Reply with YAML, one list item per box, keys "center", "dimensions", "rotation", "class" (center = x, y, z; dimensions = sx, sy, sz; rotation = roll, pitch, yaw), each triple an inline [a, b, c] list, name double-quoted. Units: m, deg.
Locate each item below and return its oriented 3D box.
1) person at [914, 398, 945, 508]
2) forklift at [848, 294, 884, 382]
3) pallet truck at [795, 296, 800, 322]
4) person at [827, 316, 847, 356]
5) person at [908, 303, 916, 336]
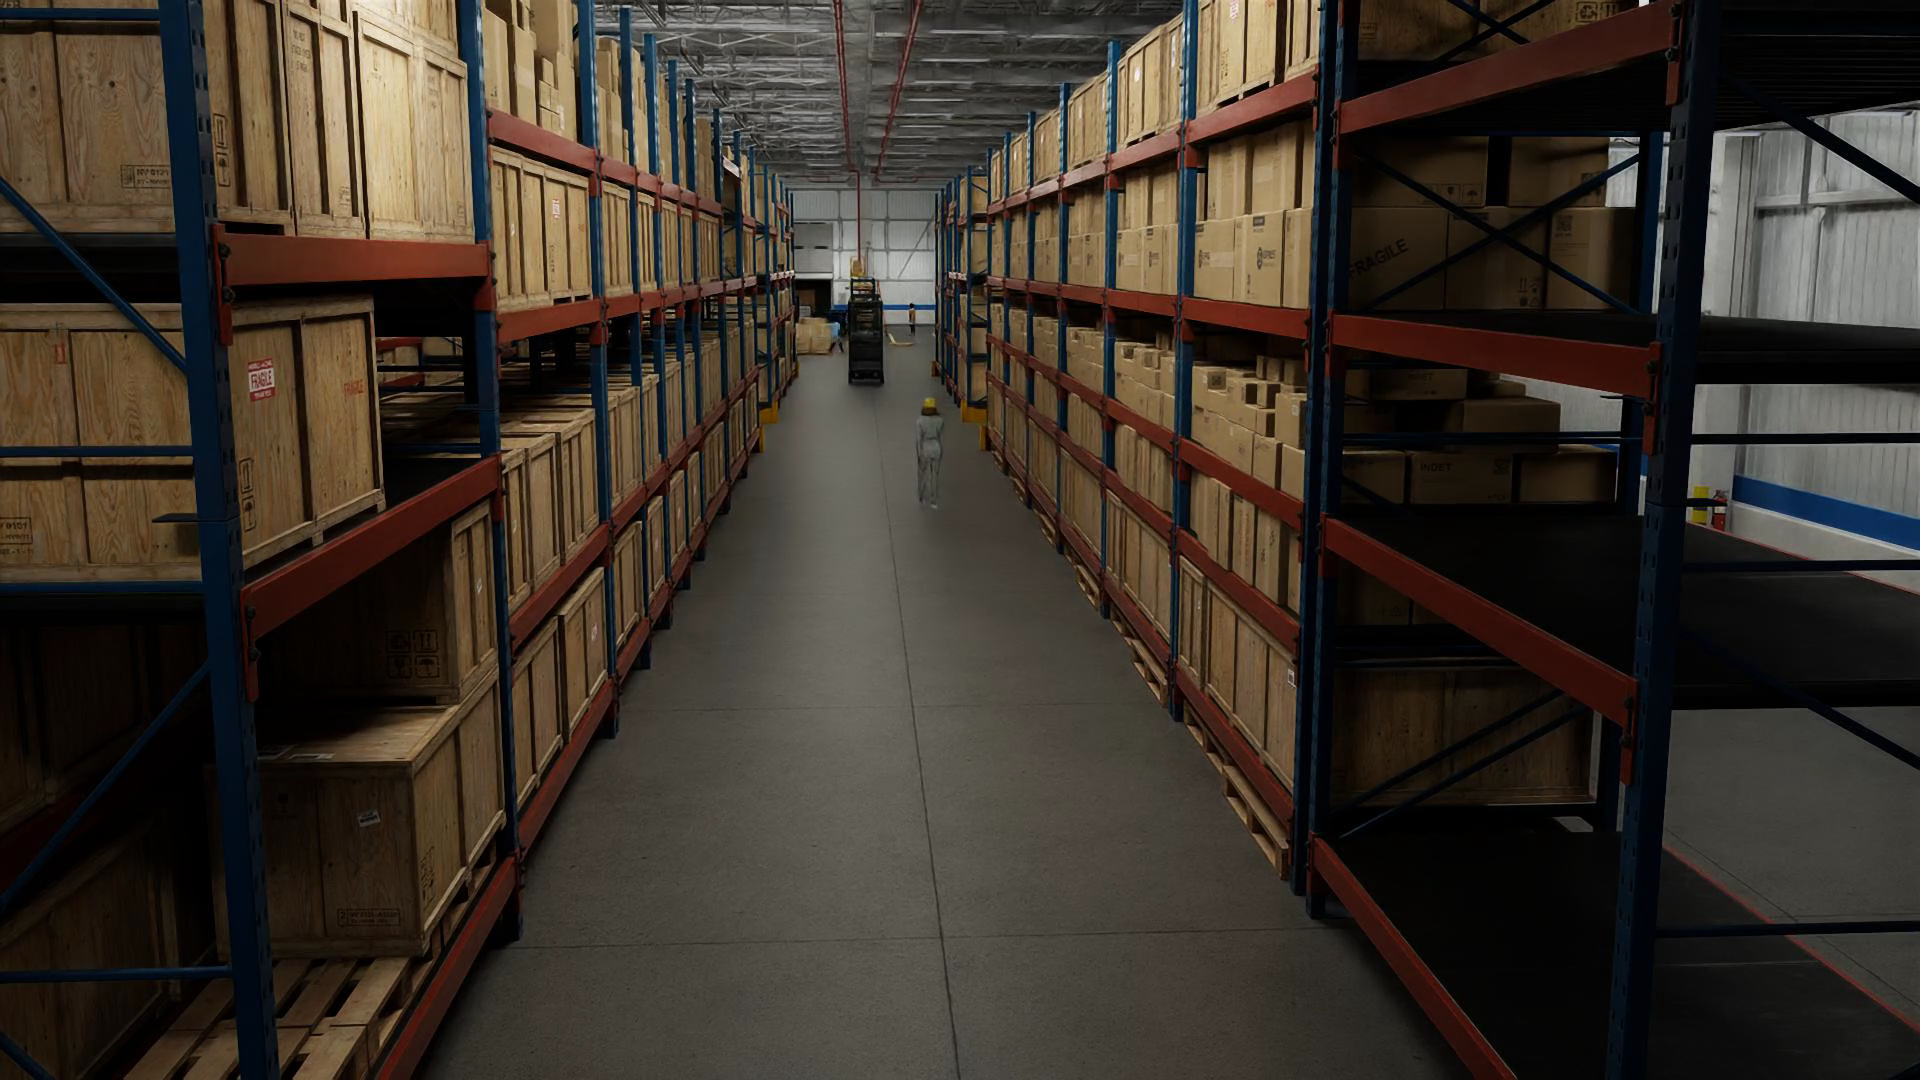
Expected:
- center: [-0.496, -1.388, 26.241]
  dimensions: [0.500, 1.699, 0.858]
  rotation: [-3, 10, -18]
  class: "person"
- center: [-3.023, -6.487, 53.218]
  dimensions: [1.129, 2.768, 1.873]
  rotation: [-1, 10, -3]
  class: "forklift"
- center: [-8.622, -12.439, 91.403]
  dimensions: [1.885, 1.965, 0.823]
  rotation: [2, 10, 13]
  class: "pallet truck"
- center: [-5.051, -8.297, 67.729]
  dimensions: [0.886, 1.638, 0.579]
  rotation: [-7, 12, -34]
  class: "person"
- center: [-2.485, -11.501, 86.732]
  dimensions: [0.320, 1.686, 0.538]
  rotation: [4, 10, 25]
  class: "person"
